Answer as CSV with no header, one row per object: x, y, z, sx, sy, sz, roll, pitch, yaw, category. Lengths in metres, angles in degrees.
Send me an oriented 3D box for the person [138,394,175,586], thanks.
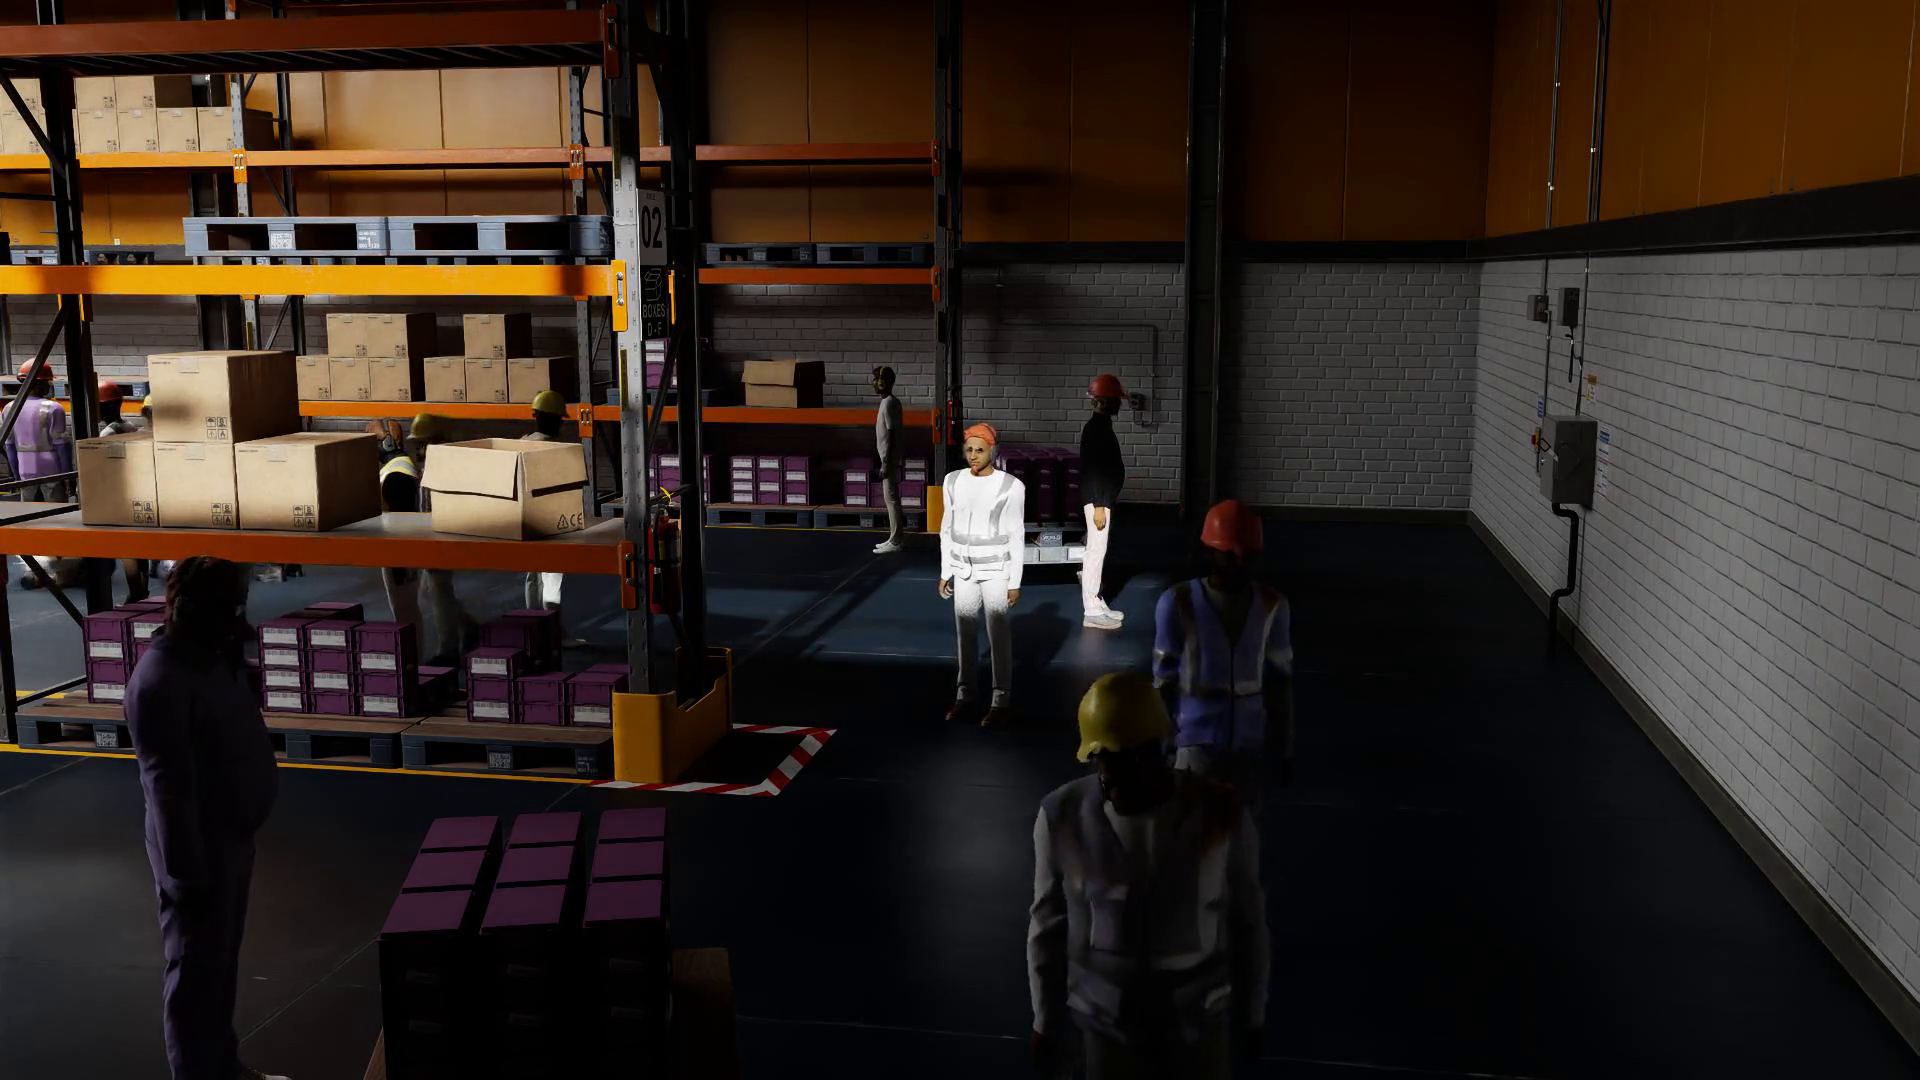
-7.235,-0.463,14.948,0.873,1.717,0.530,7,12,39,person

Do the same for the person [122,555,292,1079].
-2.408,0.990,5.379,0.406,1.902,0.639,-2,9,-12,person

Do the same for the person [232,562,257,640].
-5.543,-0.124,12.352,0.372,1.899,0.761,8,12,41,person

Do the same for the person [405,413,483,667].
-3.656,0.008,11.726,0.434,1.814,0.609,-1,9,-7,person

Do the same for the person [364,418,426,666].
-3.769,0.102,11.103,0.428,1.836,0.625,-3,10,-19,person

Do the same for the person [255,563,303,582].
-6.242,-0.588,15.052,0.374,1.935,0.552,3,10,16,person

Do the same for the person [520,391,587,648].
-3.061,-0.148,12.386,0.382,1.917,0.585,-8,12,-42,person

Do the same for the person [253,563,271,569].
-6.577,-0.528,15.347,0.647,1.723,0.498,-2,9,-15,person

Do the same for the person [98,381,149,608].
-6.781,-0.315,13.393,0.385,1.927,0.545,-1,9,-9,person

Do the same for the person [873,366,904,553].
-0.716,-0.794,16.553,0.313,1.865,0.528,1,9,4,person

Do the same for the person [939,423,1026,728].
0.132,0.213,10.269,0.575,1.880,0.359,5,11,30,person

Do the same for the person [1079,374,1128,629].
1.124,-0.309,13.142,0.375,1.996,0.608,2,9,10,person

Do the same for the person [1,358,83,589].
-8.080,-0.579,14.673,0.606,2.044,0.373,2,9,10,person

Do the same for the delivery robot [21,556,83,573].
-7.965,0.094,14.806,0.707,0.478,0.477,-4,10,-22,delivery robot

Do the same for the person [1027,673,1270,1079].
0.480,1.211,4.349,0.624,1.799,0.472,1,9,8,person

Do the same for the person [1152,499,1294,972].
1.044,0.789,6.554,0.564,1.917,0.504,-2,9,-11,person
